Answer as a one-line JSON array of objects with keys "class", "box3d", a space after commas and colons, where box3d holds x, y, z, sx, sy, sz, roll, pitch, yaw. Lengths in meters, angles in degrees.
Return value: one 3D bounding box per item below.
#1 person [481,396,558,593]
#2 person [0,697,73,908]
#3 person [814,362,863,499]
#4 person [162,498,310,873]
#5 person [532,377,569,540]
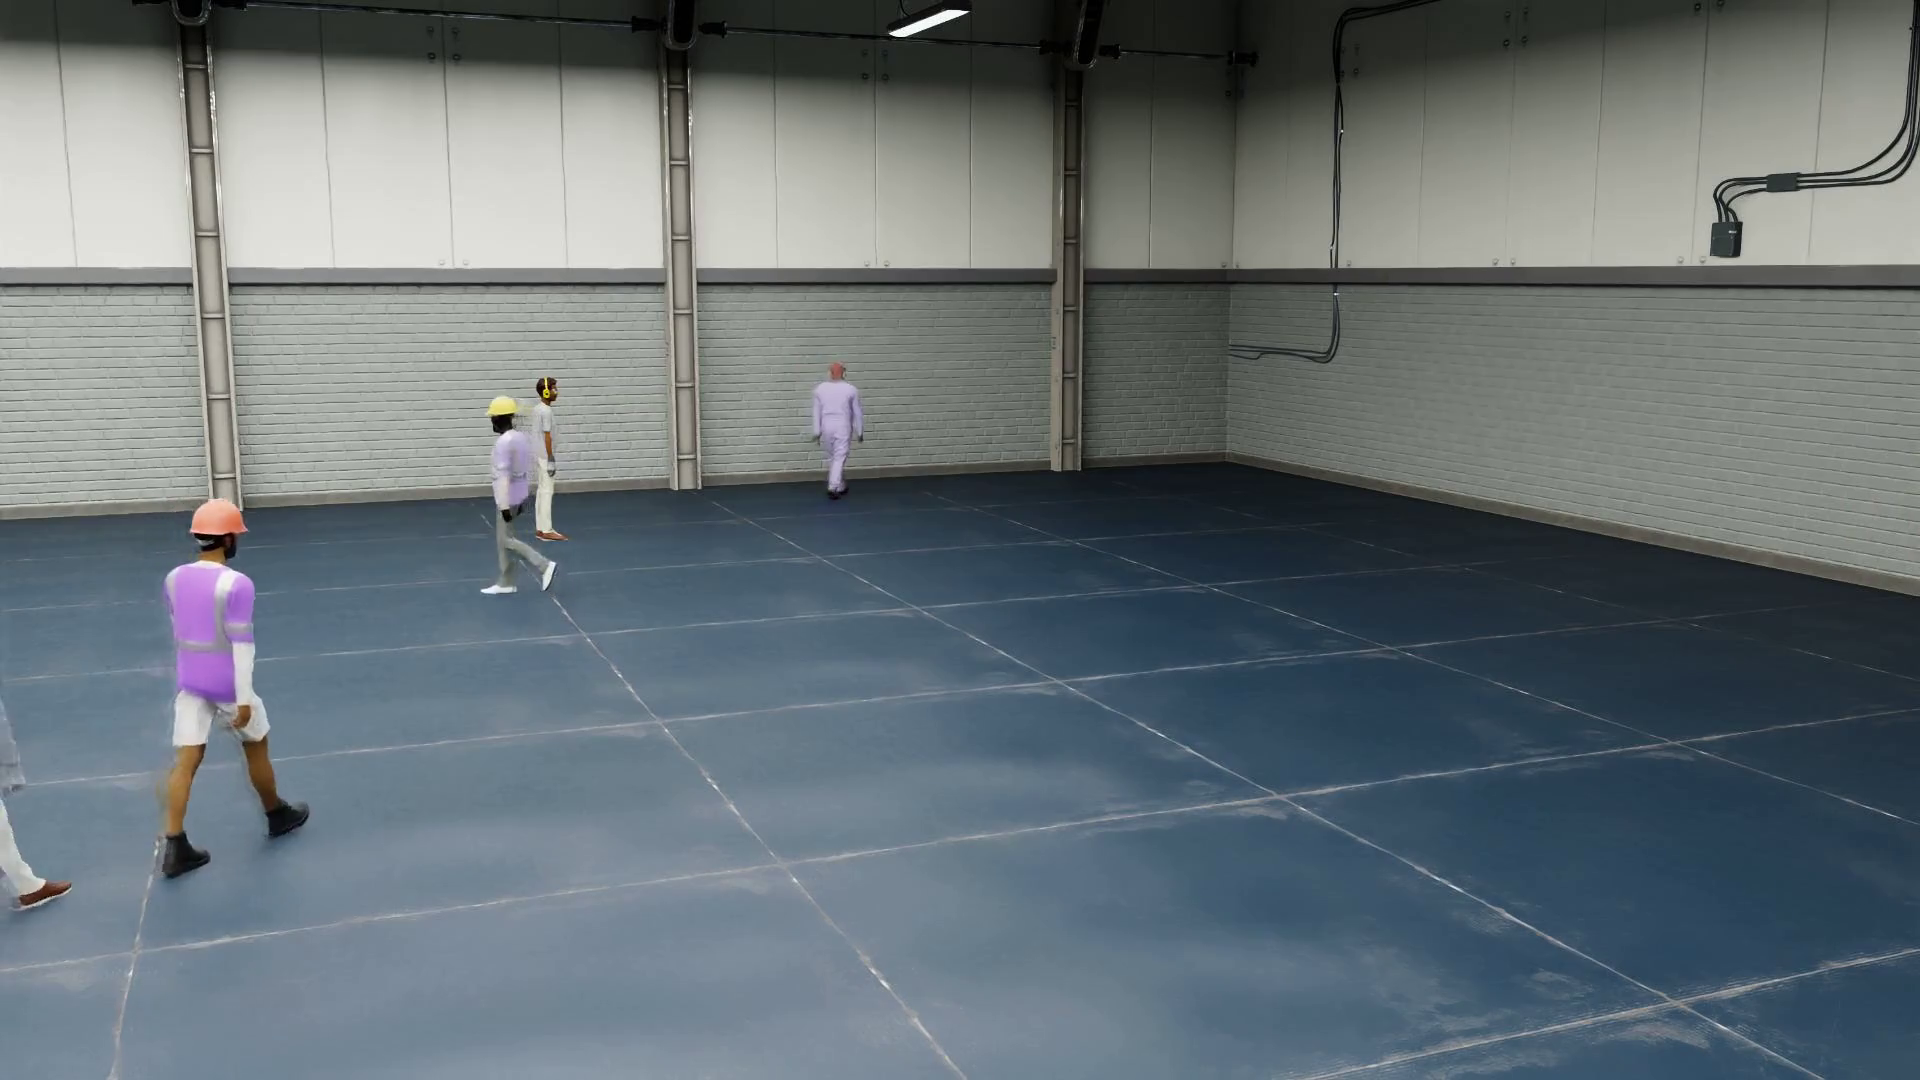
[{"class": "person", "box3d": [-4.196, -0.411, 15.724, 0.704, 1.908, 0.591, 0, 9, 2]}, {"class": "person", "box3d": [-4.571, 1.038, 7.644, 0.519, 1.593, 0.865, 6, 11, 32]}, {"class": "person", "box3d": [-1.670, -1.497, 22.697, 0.658, 1.862, 0.981, 3, 9, 17]}, {"class": "person", "box3d": [-3.850, 0.726, 8.648, 0.561, 1.884, 0.990, 3, 9, 16]}, {"class": "person", "box3d": [-4.738, -0.932, 19.102, 0.333, 1.872, 0.515, -4, 10, -26]}]
